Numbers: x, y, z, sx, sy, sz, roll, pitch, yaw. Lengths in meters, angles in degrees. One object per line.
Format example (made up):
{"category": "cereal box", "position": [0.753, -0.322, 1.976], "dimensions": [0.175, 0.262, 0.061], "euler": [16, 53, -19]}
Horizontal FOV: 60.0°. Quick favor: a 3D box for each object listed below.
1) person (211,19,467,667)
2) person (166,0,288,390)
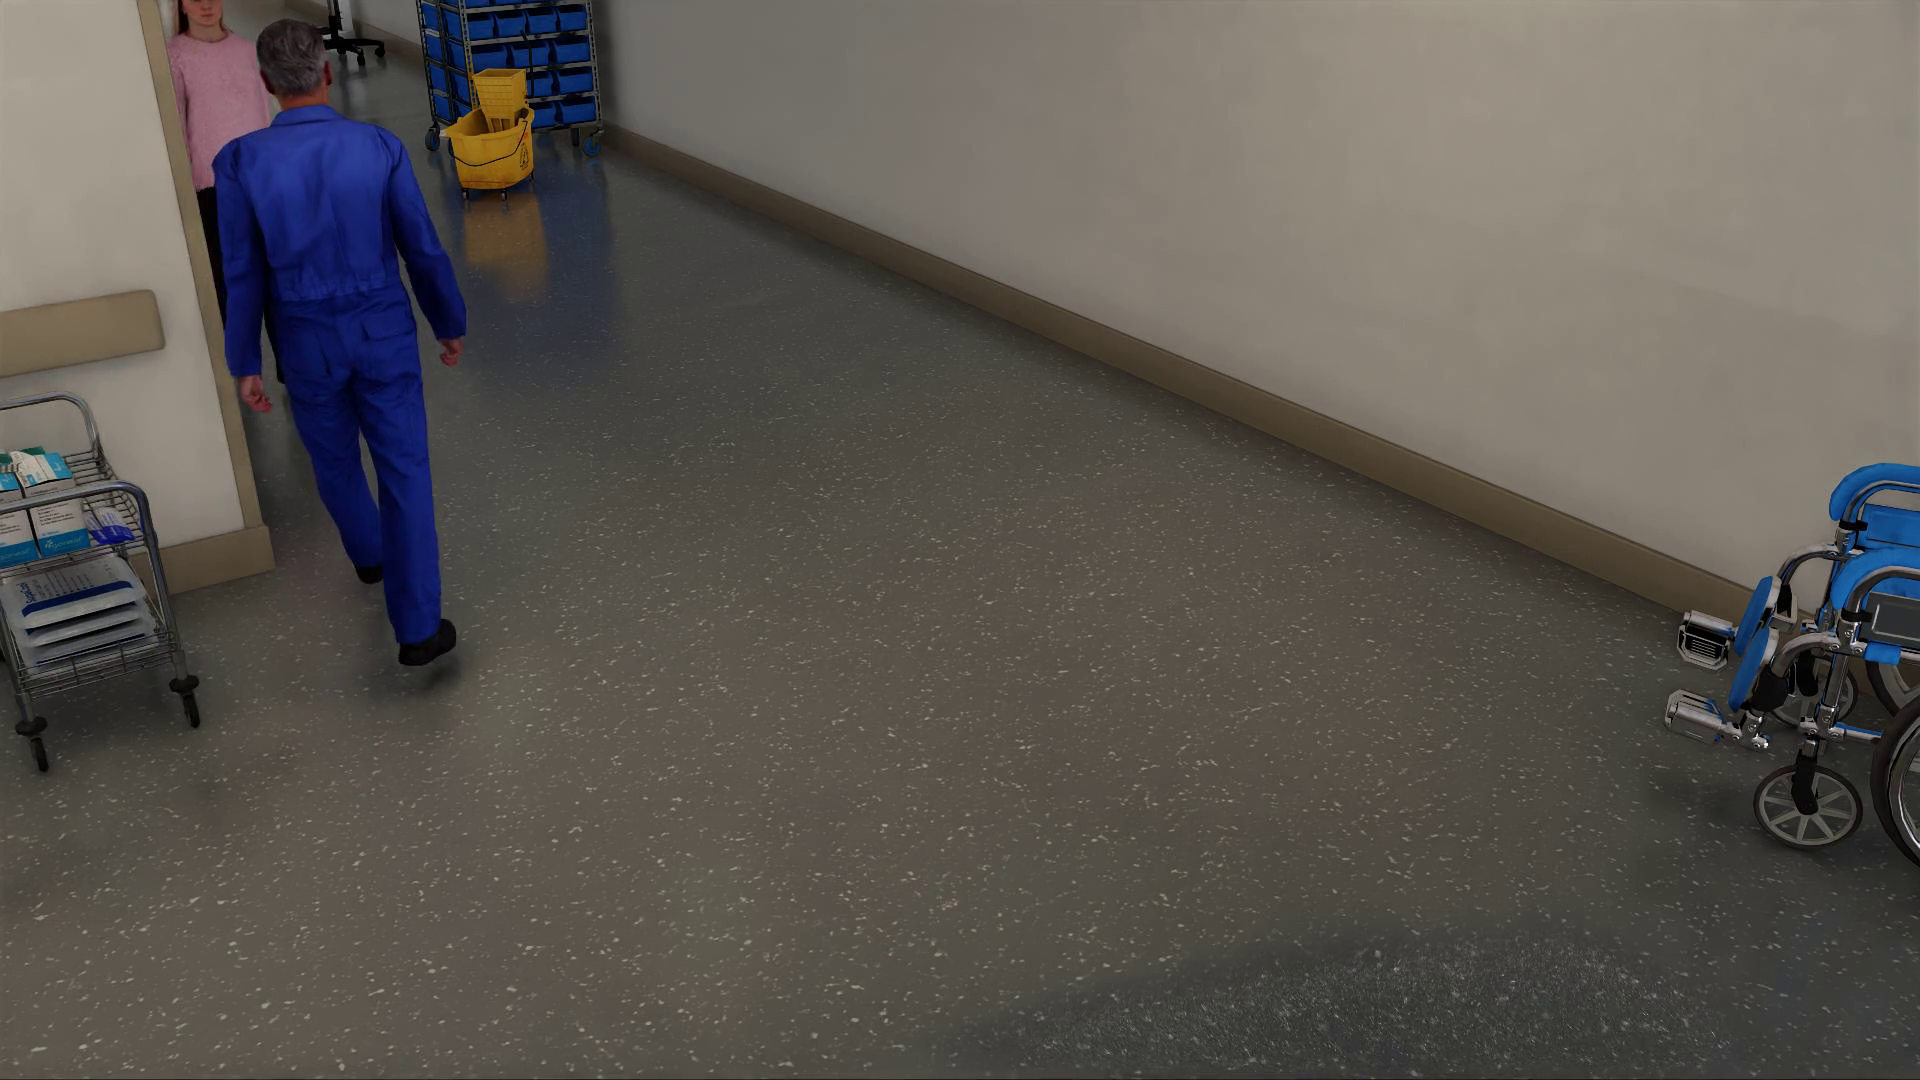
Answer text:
{"category": "person", "position": [-1.726, -0.489, 4.712], "dimensions": [1.267, 1.770, 1.118], "euler": [-7, 27, -13]}
{"category": "person", "position": [-3.064, -1.482, 6.908], "dimensions": [1.048, 1.652, 0.677], "euler": [-18, 31, -33]}
